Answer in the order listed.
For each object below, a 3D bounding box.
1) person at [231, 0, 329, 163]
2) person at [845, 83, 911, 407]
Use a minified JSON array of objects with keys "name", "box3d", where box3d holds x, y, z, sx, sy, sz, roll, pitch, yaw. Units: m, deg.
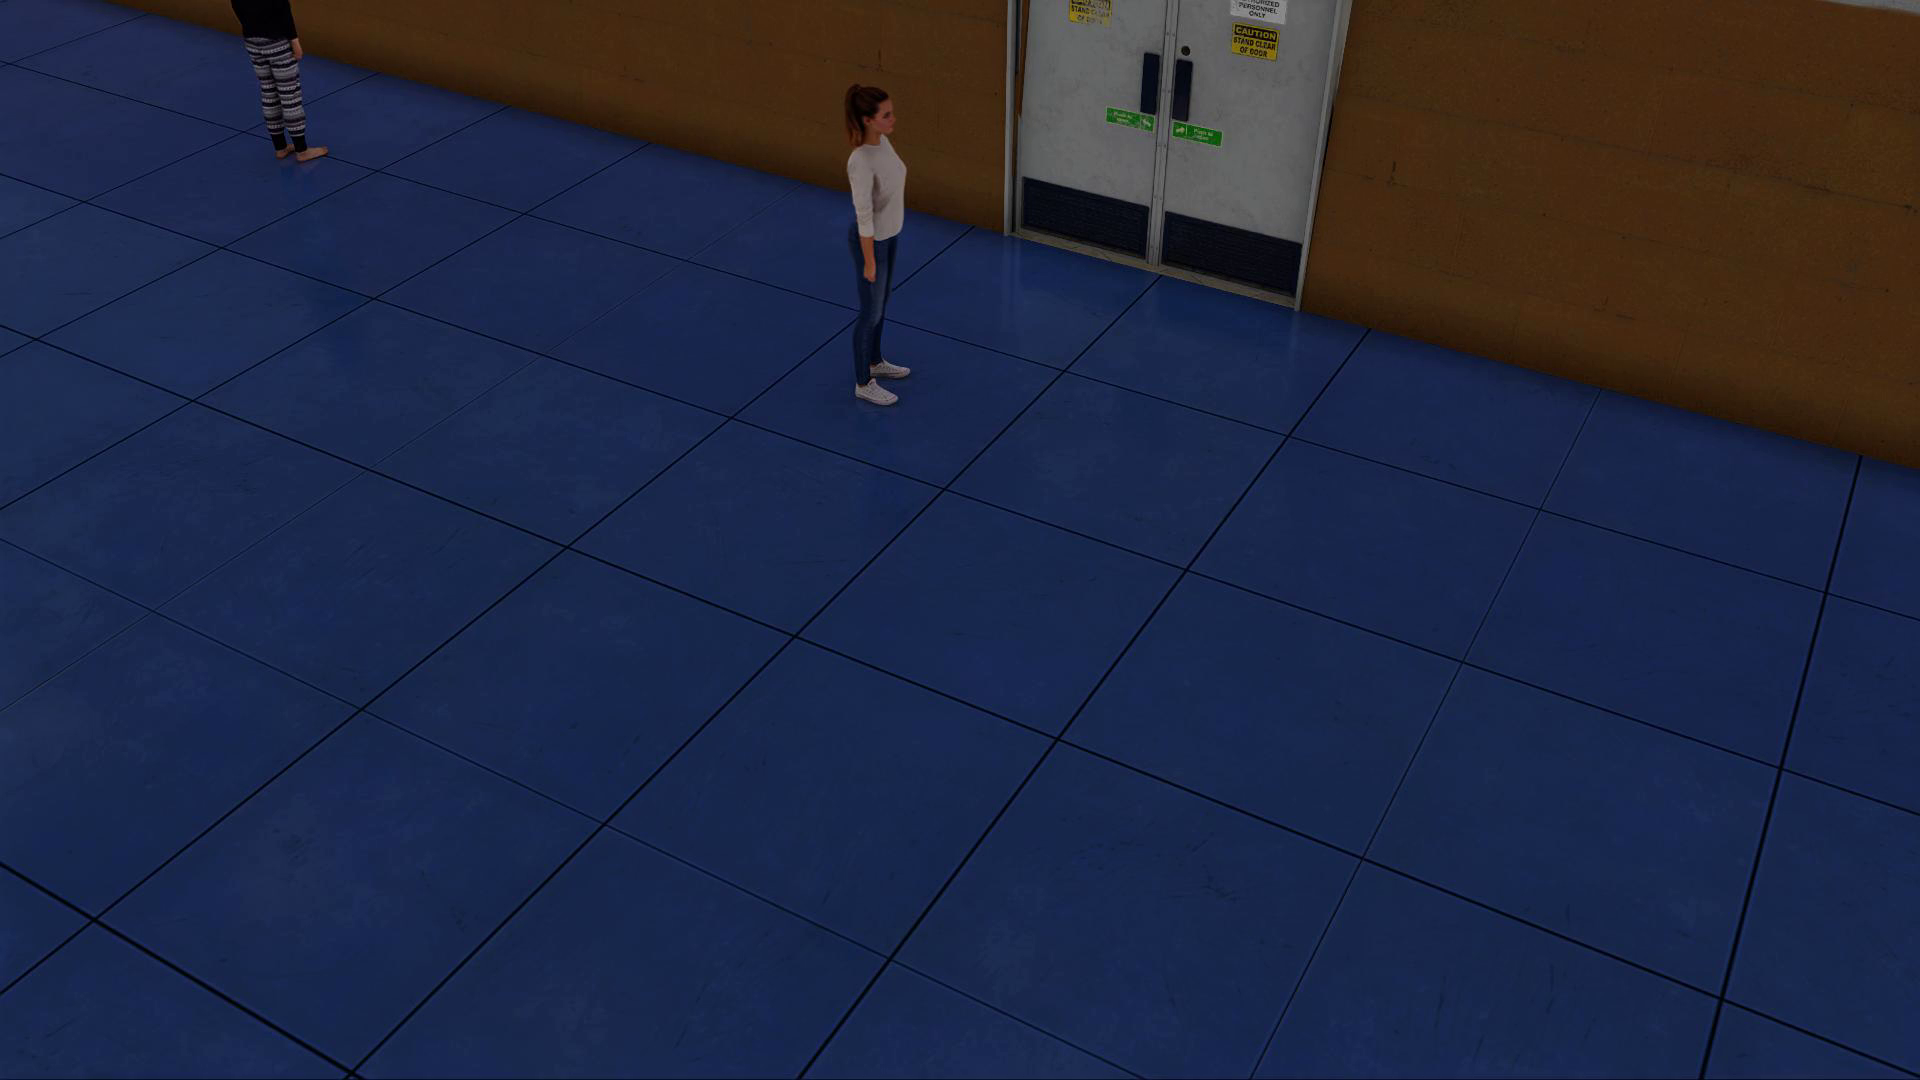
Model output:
[{"name":"person","box3d":[-4.661,-3.404,11.184,0.618,1.733,0.524,16,40,20]},{"name":"person","box3d":[-0.453,-1.551,8.727,0.719,1.719,0.550,9,38,12]}]
